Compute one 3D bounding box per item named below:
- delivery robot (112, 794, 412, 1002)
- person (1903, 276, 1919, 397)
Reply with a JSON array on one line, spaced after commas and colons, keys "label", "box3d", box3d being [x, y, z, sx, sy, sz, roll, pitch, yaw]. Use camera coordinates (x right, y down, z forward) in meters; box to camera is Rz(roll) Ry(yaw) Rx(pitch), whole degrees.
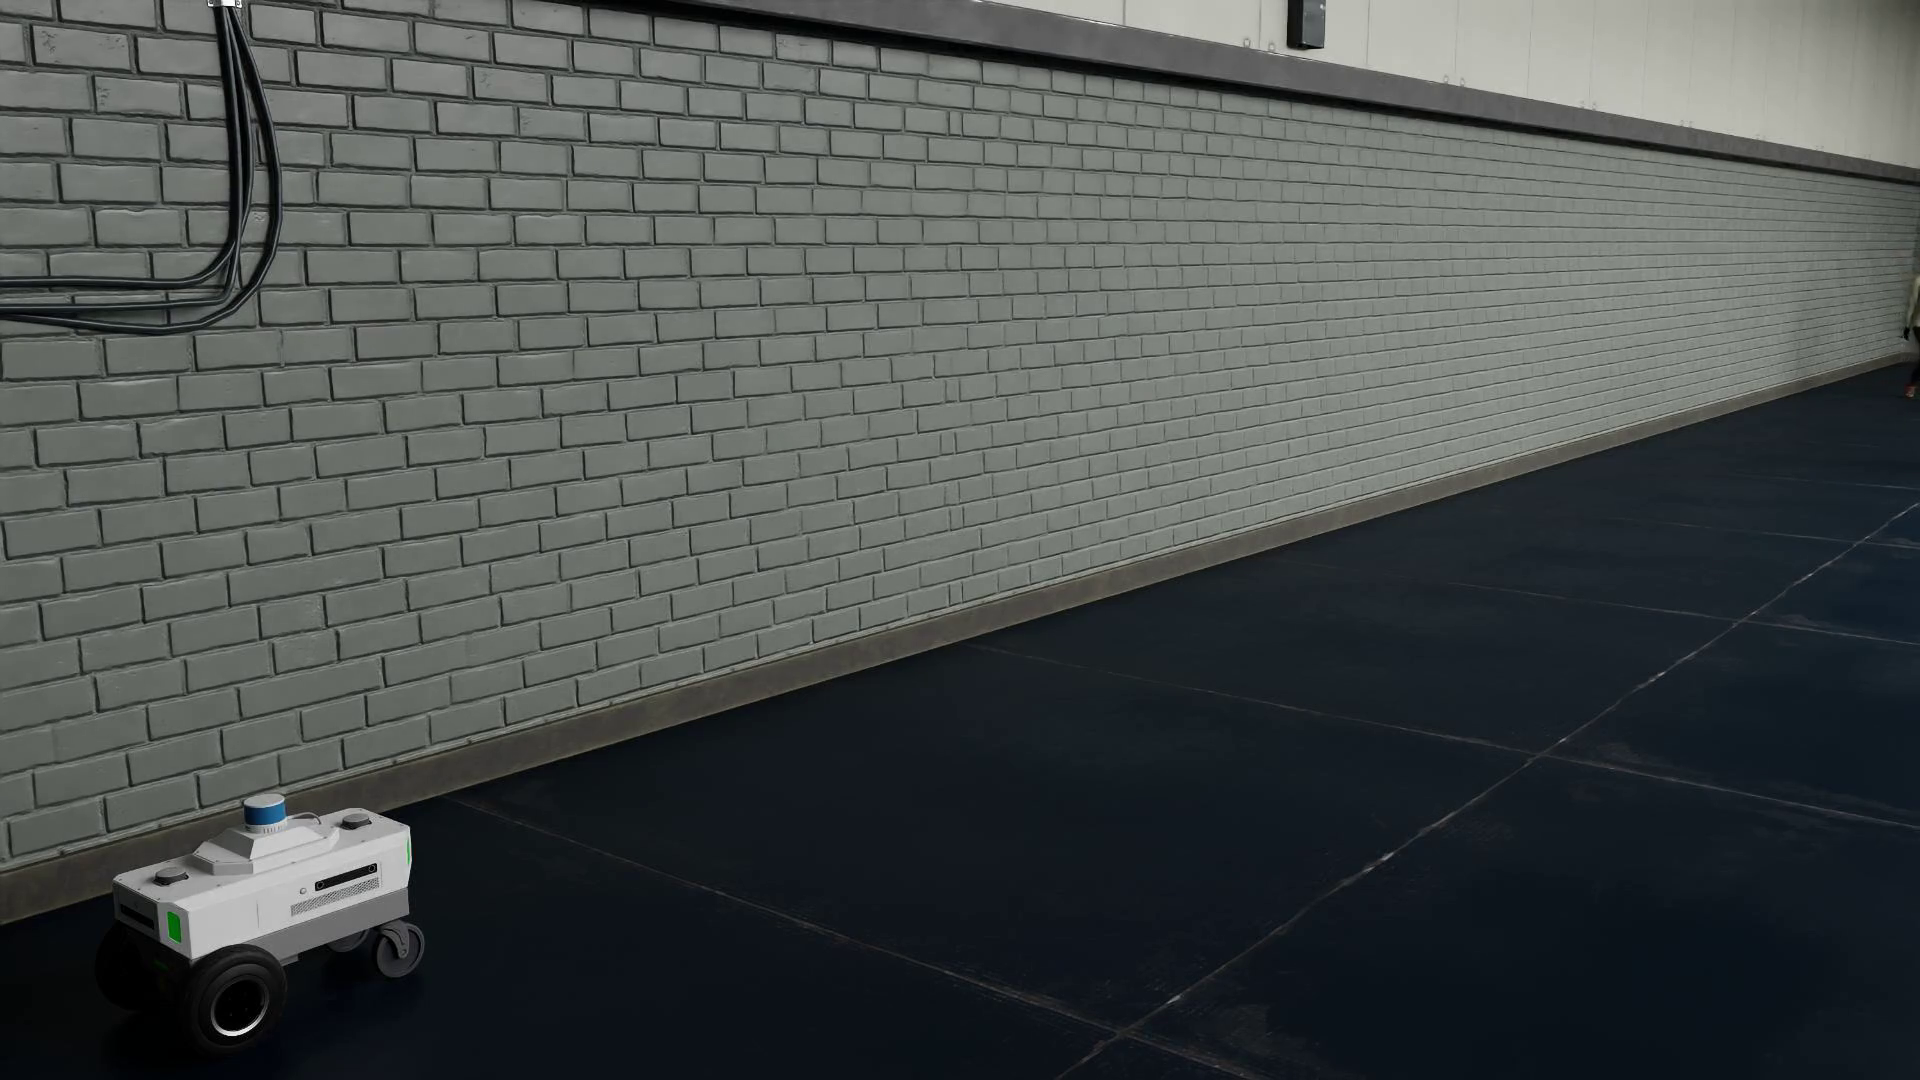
[{"label": "delivery robot", "box3d": [-1.825, 0.917, 4.407, 0.477, 0.478, 0.707, 8, 13, 38]}, {"label": "person", "box3d": [12.214, -2.711, 20.923, 0.622, 1.921, 1.062, 2, 10, 8]}]
